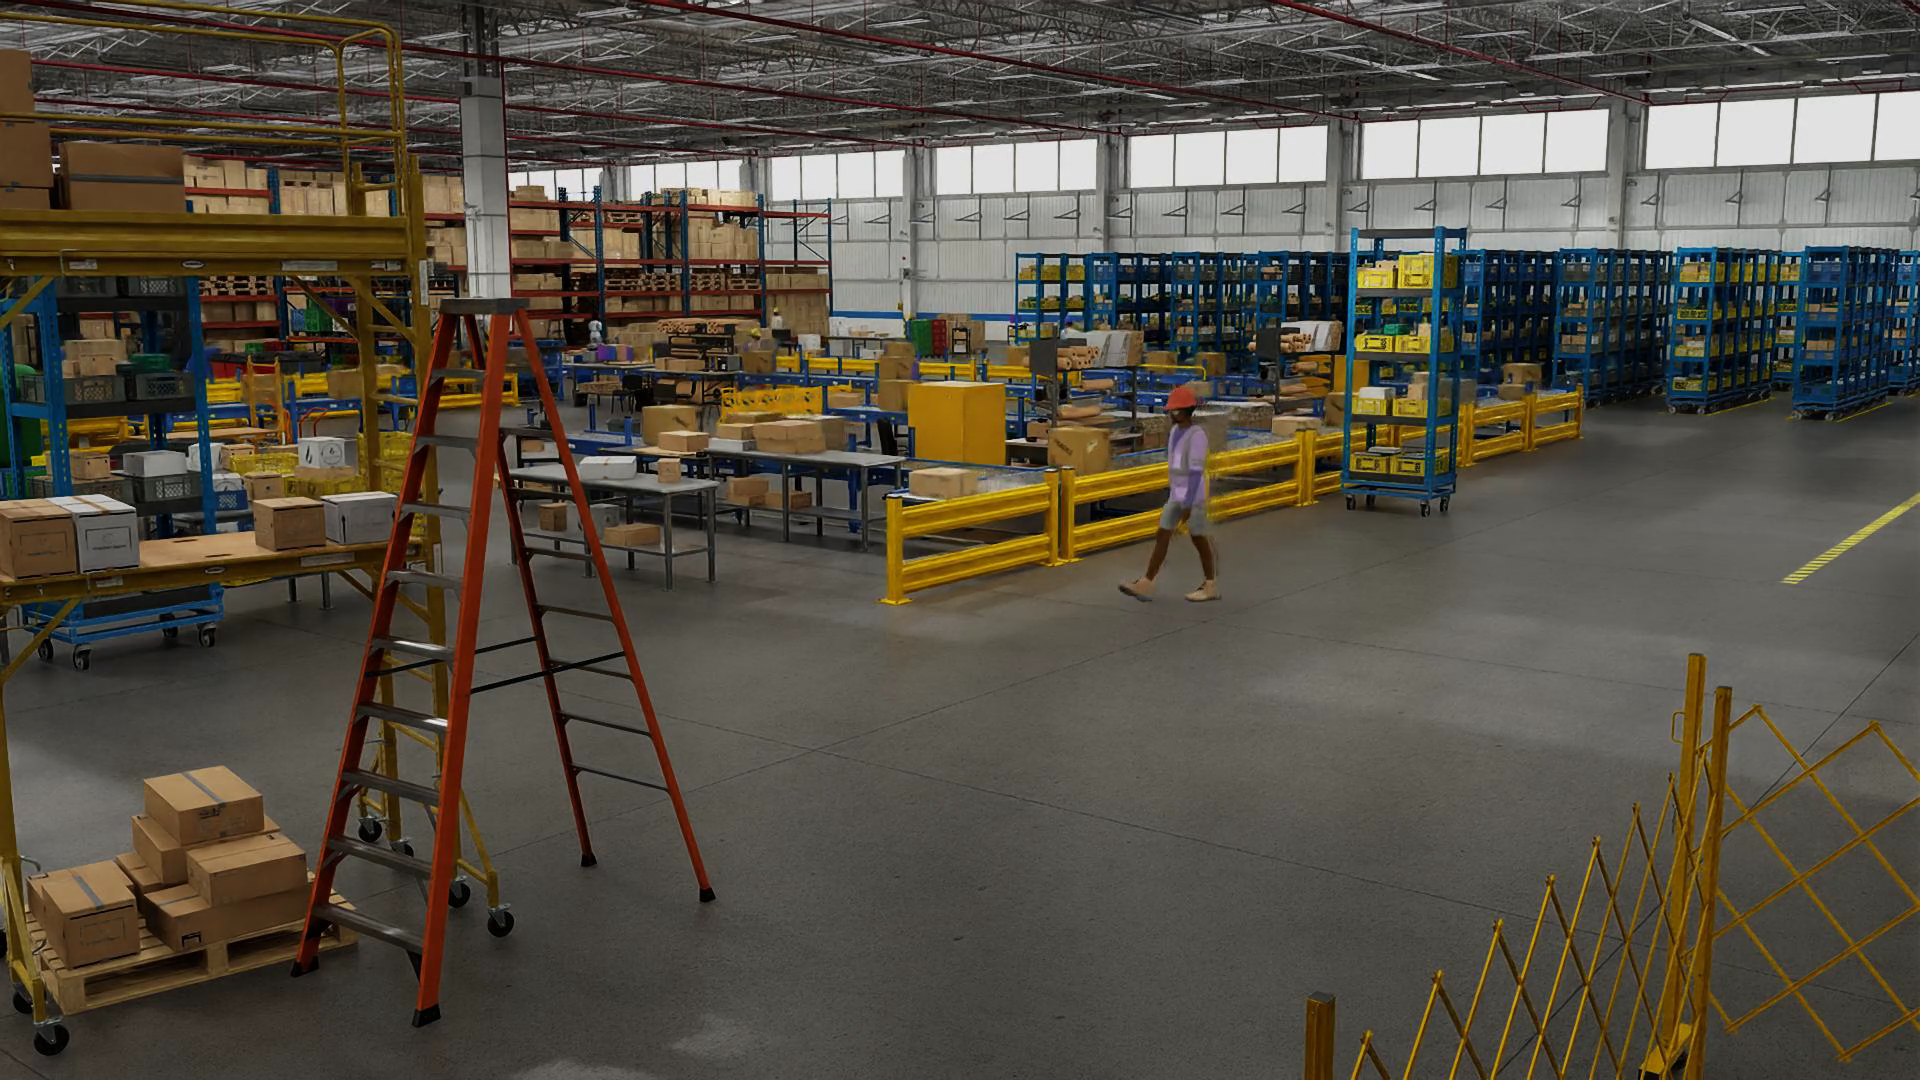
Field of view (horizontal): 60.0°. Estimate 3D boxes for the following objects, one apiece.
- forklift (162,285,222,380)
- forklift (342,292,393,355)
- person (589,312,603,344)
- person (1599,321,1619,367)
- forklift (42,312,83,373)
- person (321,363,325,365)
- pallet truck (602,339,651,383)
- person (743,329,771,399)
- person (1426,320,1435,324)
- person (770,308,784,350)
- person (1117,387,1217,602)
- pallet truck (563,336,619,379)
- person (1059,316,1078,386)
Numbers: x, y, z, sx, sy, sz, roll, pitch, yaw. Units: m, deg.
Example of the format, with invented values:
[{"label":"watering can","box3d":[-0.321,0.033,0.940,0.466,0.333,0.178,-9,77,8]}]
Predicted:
[{"label":"forklift","box3d":[-20.457,-5.367,43.530,1.129,2.768,1.873,7,11,37]},{"label":"forklift","box3d":[-16.485,-5.622,45.120,1.129,2.768,1.873,7,11,37]},{"label":"person","box3d":[-12.574,-7.012,57.470,0.540,1.697,0.317,4,10,25]},{"label":"person","box3d":[17.227,-4.950,44.237,0.581,1.804,0.889,-5,11,-31]},{"label":"forklift","box3d":[-23.779,-5.451,44.052,1.873,2.768,1.129,7,11,36]},{"label":"person","box3d":[-20.594,-6.477,53.387,0.551,1.936,0.356,2,9,10]},{"label":"pallet truck","box3d":[-8.991,-4.871,45.351,0.653,1.274,1.630,7,11,37]},{"label":"person","box3d":[-4.968,-4.222,40.030,0.926,1.729,0.532,4,10,25]},{"label":"person","box3d":[13.399,-5.512,47.732,0.686,1.814,0.603,6,11,35]},{"label":"person","box3d":[-7.089,-8.151,64.501,0.518,1.727,0.907,7,12,39]},{"label":"person","box3d":[1.957,-0.388,15.192,1.020,1.991,0.642,-4,10,-21]},{"label":"pallet truck","box3d":[-10.690,-5.294,48.215,1.601,1.201,0.680,-5,10,-26]},{"label":"person","box3d":[2.886,-4.912,43.657,0.617,1.924,0.702,-6,11,-35]}]
